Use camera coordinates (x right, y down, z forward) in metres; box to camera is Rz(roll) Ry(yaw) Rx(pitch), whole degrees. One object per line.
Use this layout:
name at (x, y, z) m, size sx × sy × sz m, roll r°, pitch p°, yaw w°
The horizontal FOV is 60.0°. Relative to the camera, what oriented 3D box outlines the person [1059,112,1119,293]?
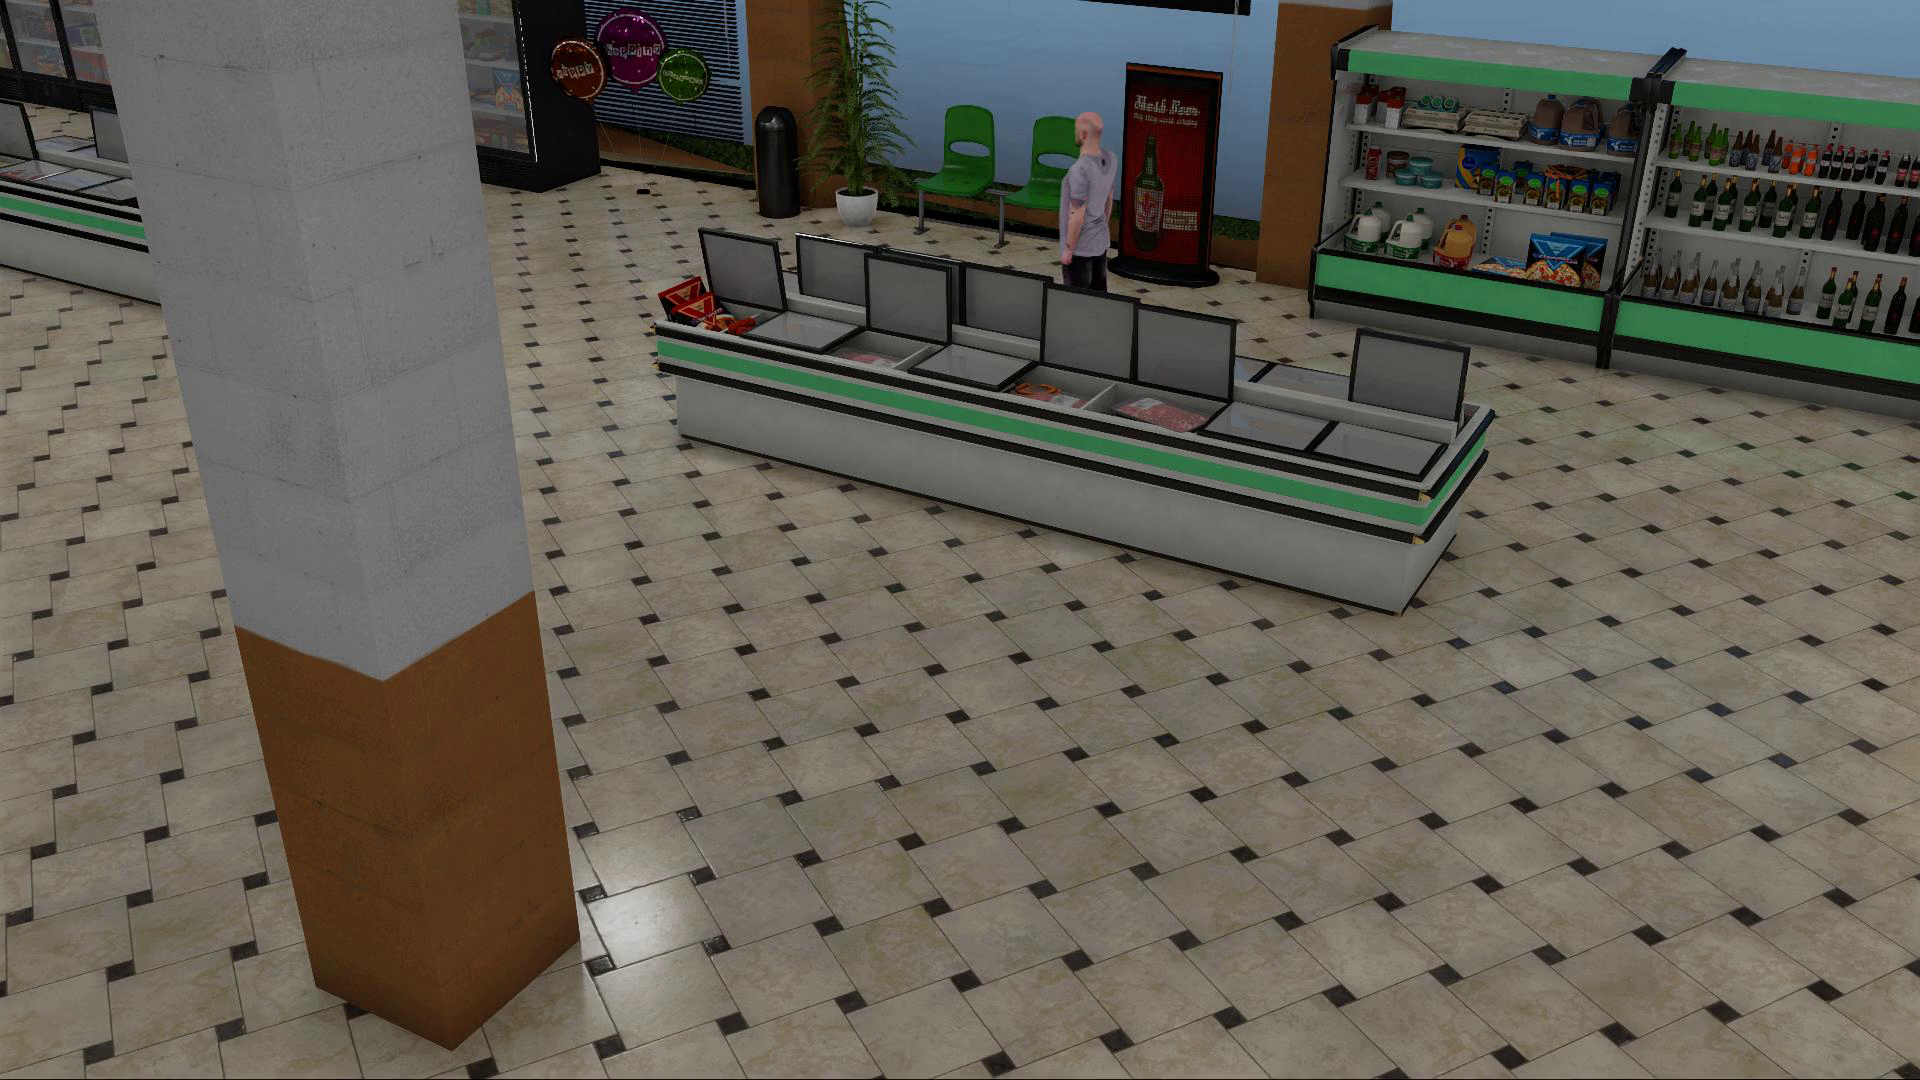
person at (0.880, -2.080, 11.628) m, size 0.597 × 1.839 × 0.674 m, roll 18°, pitch 32°, yaw 31°
